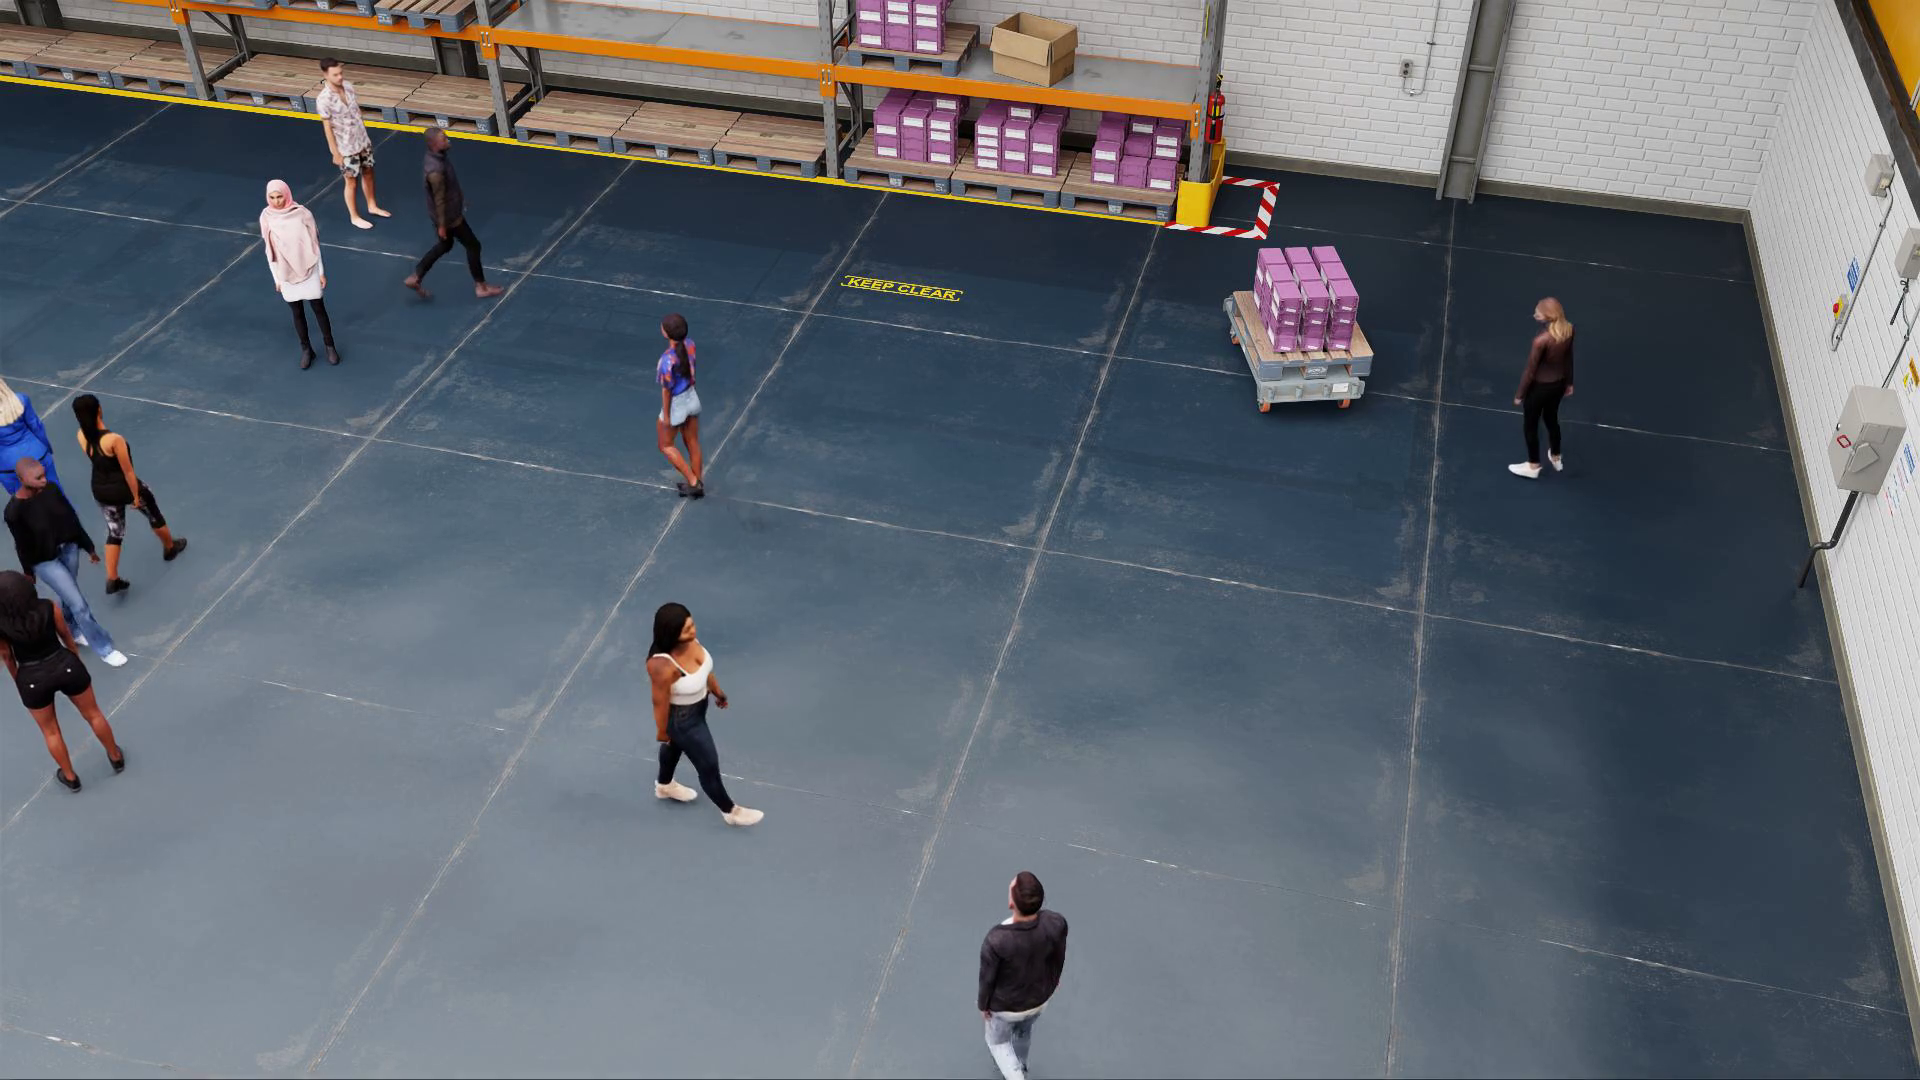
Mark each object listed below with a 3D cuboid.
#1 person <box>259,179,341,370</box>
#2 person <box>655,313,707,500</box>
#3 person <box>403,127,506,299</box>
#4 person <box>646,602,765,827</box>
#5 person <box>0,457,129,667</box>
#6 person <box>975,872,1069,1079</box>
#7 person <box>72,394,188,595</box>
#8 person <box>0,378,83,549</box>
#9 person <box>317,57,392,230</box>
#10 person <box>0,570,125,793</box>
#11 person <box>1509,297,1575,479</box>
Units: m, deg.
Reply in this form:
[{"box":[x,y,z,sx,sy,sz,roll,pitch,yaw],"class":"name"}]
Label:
[{"box":[-5.964,-2.404,14.995,0.708,1.804,0.799,-11,40,-13],"class":"person"},{"box":[-2.169,-1.028,13.328,0.681,1.734,0.667,20,43,23],"class":"person"},{"box":[-4.963,-3.071,15.834,1.287,1.799,1.101,-13,40,-16],"class":"person"},{"box":[-1.860,1.086,10.649,1.047,1.774,0.677,6,39,8],"class":"person"},{"box":[-6.552,0.109,11.917,0.948,1.718,0.661,13,40,16],"class":"person"},{"box":[0.343,2.480,8.868,0.958,1.819,1.004,-16,41,-19],"class":"person"},{"box":[-6.404,-0.337,12.538,0.995,1.641,0.719,5,39,7],"class":"person"},{"box":[-7.193,-0.577,12.791,0.698,1.700,0.700,30,47,32],"class":"person"},{"box":[-6.307,-4.108,17.126,0.625,1.808,0.715,16,41,19],"class":"person"},{"box":[-5.960,0.908,10.904,0.673,1.735,0.706,-26,45,-29],"class":"person"},{"box":[4.844,-1.221,13.621,0.860,1.671,0.895,-14,41,-16],"class":"person"}]
